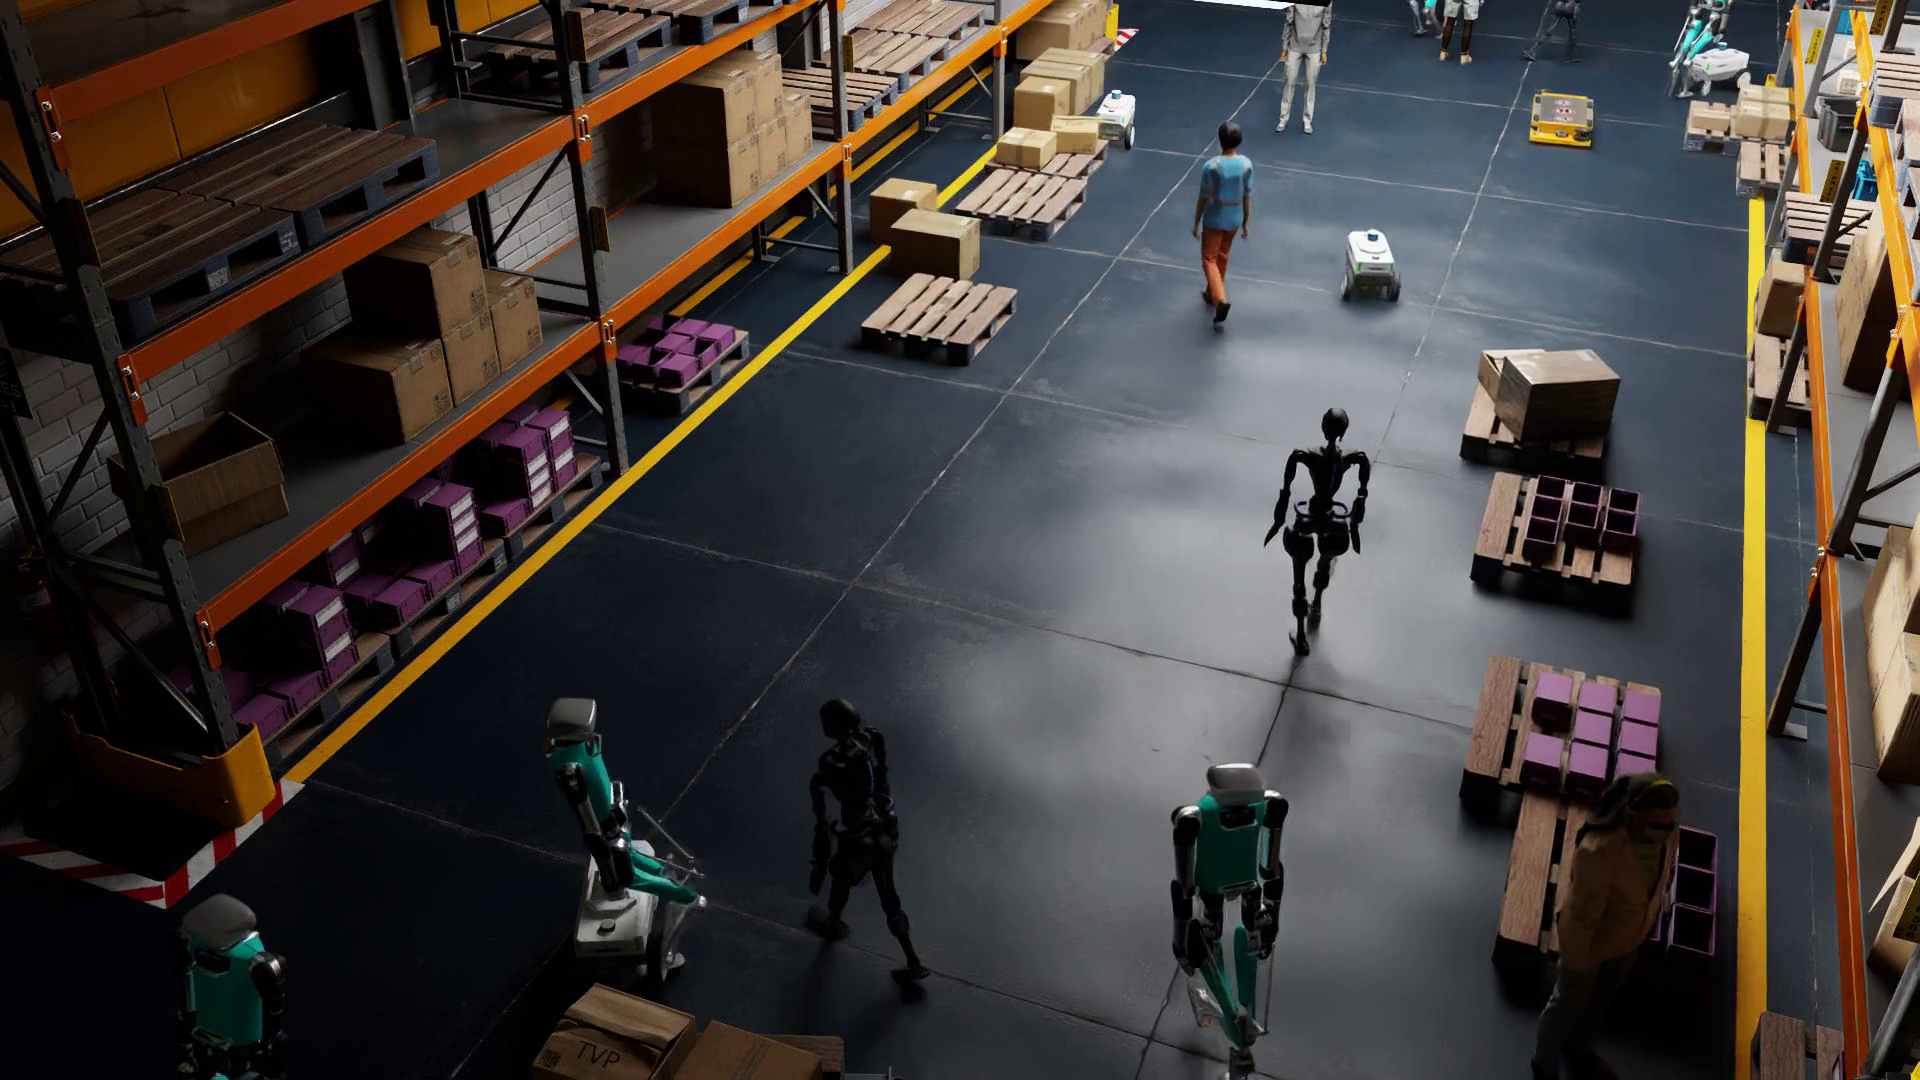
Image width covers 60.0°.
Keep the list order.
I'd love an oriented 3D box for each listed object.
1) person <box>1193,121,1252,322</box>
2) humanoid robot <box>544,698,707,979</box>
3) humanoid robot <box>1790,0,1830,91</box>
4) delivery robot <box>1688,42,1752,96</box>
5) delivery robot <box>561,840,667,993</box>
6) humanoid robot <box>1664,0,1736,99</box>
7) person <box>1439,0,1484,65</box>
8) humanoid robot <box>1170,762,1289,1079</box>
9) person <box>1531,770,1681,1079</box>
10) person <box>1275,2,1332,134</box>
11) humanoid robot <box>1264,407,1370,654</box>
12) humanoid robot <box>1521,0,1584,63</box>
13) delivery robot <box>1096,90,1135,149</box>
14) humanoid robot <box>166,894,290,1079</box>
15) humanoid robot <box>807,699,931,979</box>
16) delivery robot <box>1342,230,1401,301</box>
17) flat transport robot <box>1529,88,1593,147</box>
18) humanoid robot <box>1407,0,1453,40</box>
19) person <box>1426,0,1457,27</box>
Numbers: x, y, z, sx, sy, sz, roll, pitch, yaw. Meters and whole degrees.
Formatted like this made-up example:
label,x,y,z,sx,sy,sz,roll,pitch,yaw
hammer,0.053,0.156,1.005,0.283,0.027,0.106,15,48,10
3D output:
label,x,y,z,sx,sy,sz,roll,pitch,yaw
person,2.311,-2.779,14.540,0.494,1.740,0.763,-7,34,-11
humanoid robot,-1.509,1.476,7.983,0.751,1.808,0.531,-6,33,-9
humanoid robot,10.245,-6.189,19.854,0.750,1.811,0.540,3,33,4
delivery robot,9.207,-5.750,20.206,0.753,0.571,0.499,-14,36,-21
delivery robot,-1.732,1.906,8.397,0.499,0.614,0.791,-2,33,-3
humanoid robot,8.674,-5.994,19.600,0.784,1.857,0.535,-22,39,-30
person,6.343,-6.844,20.874,0.535,1.692,0.320,20,38,28
humanoid robot,1.248,1.847,7.373,0.534,1.720,1.005,-10,34,-14
person,2.879,1.756,7.421,0.590,1.869,0.409,-13,35,-20
person,3.861,-5.518,18.629,0.533,1.902,0.395,7,33,10
humanoid robot,2.228,-0.105,10.463,0.610,1.646,0.560,-1,33,-2
humanoid robot,7.576,-6.795,20.879,0.792,1.627,0.601,-1,33,-2
delivery robot,1.736,-4.732,18.648,0.499,0.592,0.774,8,34,12
humanoid robot,-3.021,2.330,6.631,0.542,1.720,1.013,12,35,18
humanoid robot,-0.471,1.452,8.114,0.801,1.634,0.589,20,38,28
delivery robot,3.760,-2.533,15.261,0.499,0.608,0.801,2,33,3
flat transport robot,6.907,-4.846,19.092,0.659,0.231,1.431,10,34,15
humanoid robot,6.153,-7.414,21.697,0.731,1.763,0.534,-10,34,-15
person,6.560,-7.802,22.275,0.478,1.776,0.319,24,40,33
